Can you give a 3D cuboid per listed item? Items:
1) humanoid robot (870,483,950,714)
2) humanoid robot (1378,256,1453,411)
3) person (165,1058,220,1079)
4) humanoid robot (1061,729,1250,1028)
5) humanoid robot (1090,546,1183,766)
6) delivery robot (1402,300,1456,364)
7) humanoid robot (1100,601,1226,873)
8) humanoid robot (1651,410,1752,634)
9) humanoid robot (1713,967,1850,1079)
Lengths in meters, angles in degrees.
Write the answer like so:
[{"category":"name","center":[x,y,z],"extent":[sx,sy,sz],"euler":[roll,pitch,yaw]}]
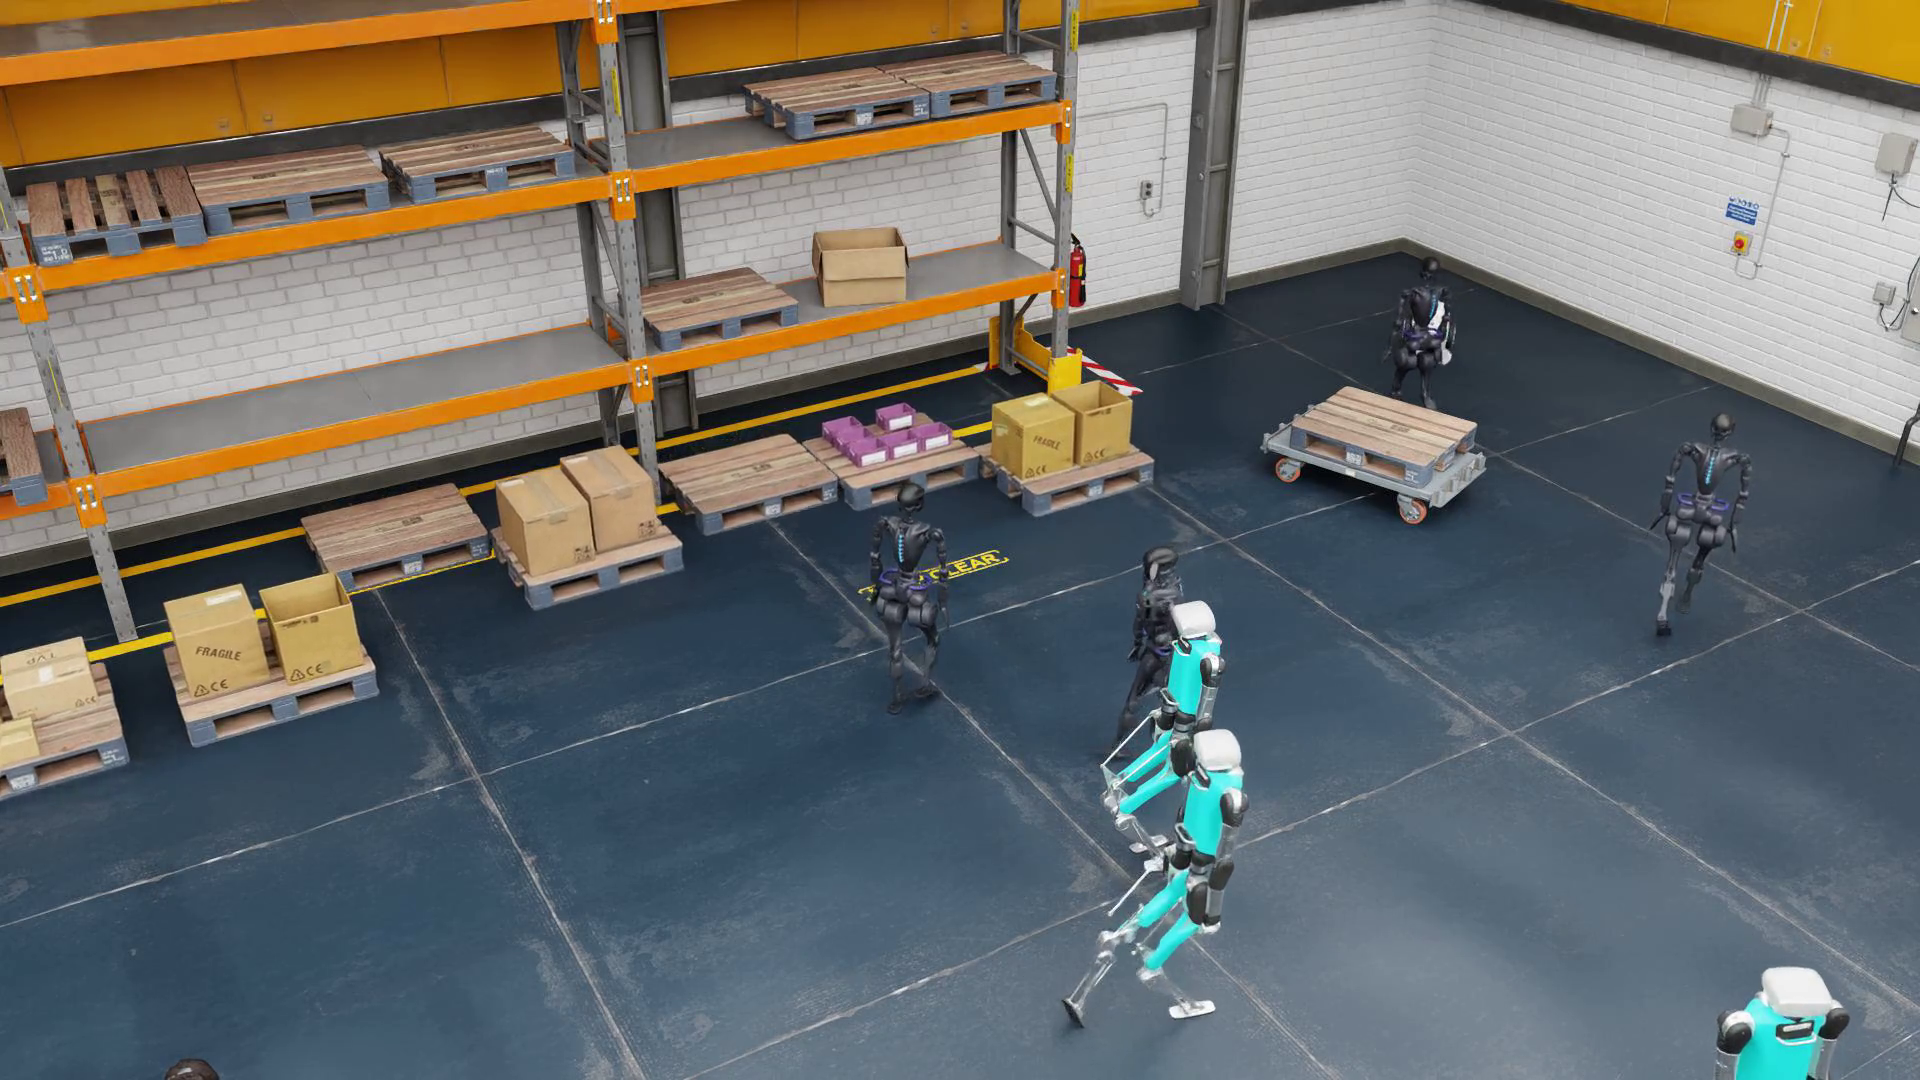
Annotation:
[{"category":"humanoid robot","center":[-0.349,0.373,10.890],"extent":[0.589,1.647,0.396],"euler":[11,31,18]},{"category":"humanoid robot","center":[4.017,-1.659,14.516],"extent":[0.600,1.629,0.722],"euler":[-9,31,-15]},{"category":"person","center":[-2.793,2.751,6.468],"extent":[0.533,1.880,0.410],"euler":[-14,32,-23]},{"category":"humanoid robot","center":[0.913,1.784,8.342],"extent":[0.967,1.765,0.555],"euler":[-8,30,-14]},{"category":"humanoid robot","center":[1.183,0.741,10.258],"extent":[0.658,1.634,0.600],"euler":[-9,31,-15]},{"category":"delivery robot","center":[4.629,-2.087,16.361],"extent":[0.516,0.578,0.736],"euler":[8,31,15]},{"category":"humanoid robot","center":[1.062,1.138,9.332],"extent":[0.735,1.677,0.533],"euler":[-8,30,-14]},{"category":"humanoid robot","center":[5.229,-0.116,11.794],"extent":[0.590,1.640,0.729],"euler":[14,32,23]},{"category":"humanoid robot","center":[3.382,2.685,6.830],"extent":[0.554,1.883,0.788],"euler":[-4,30,-7]}]
